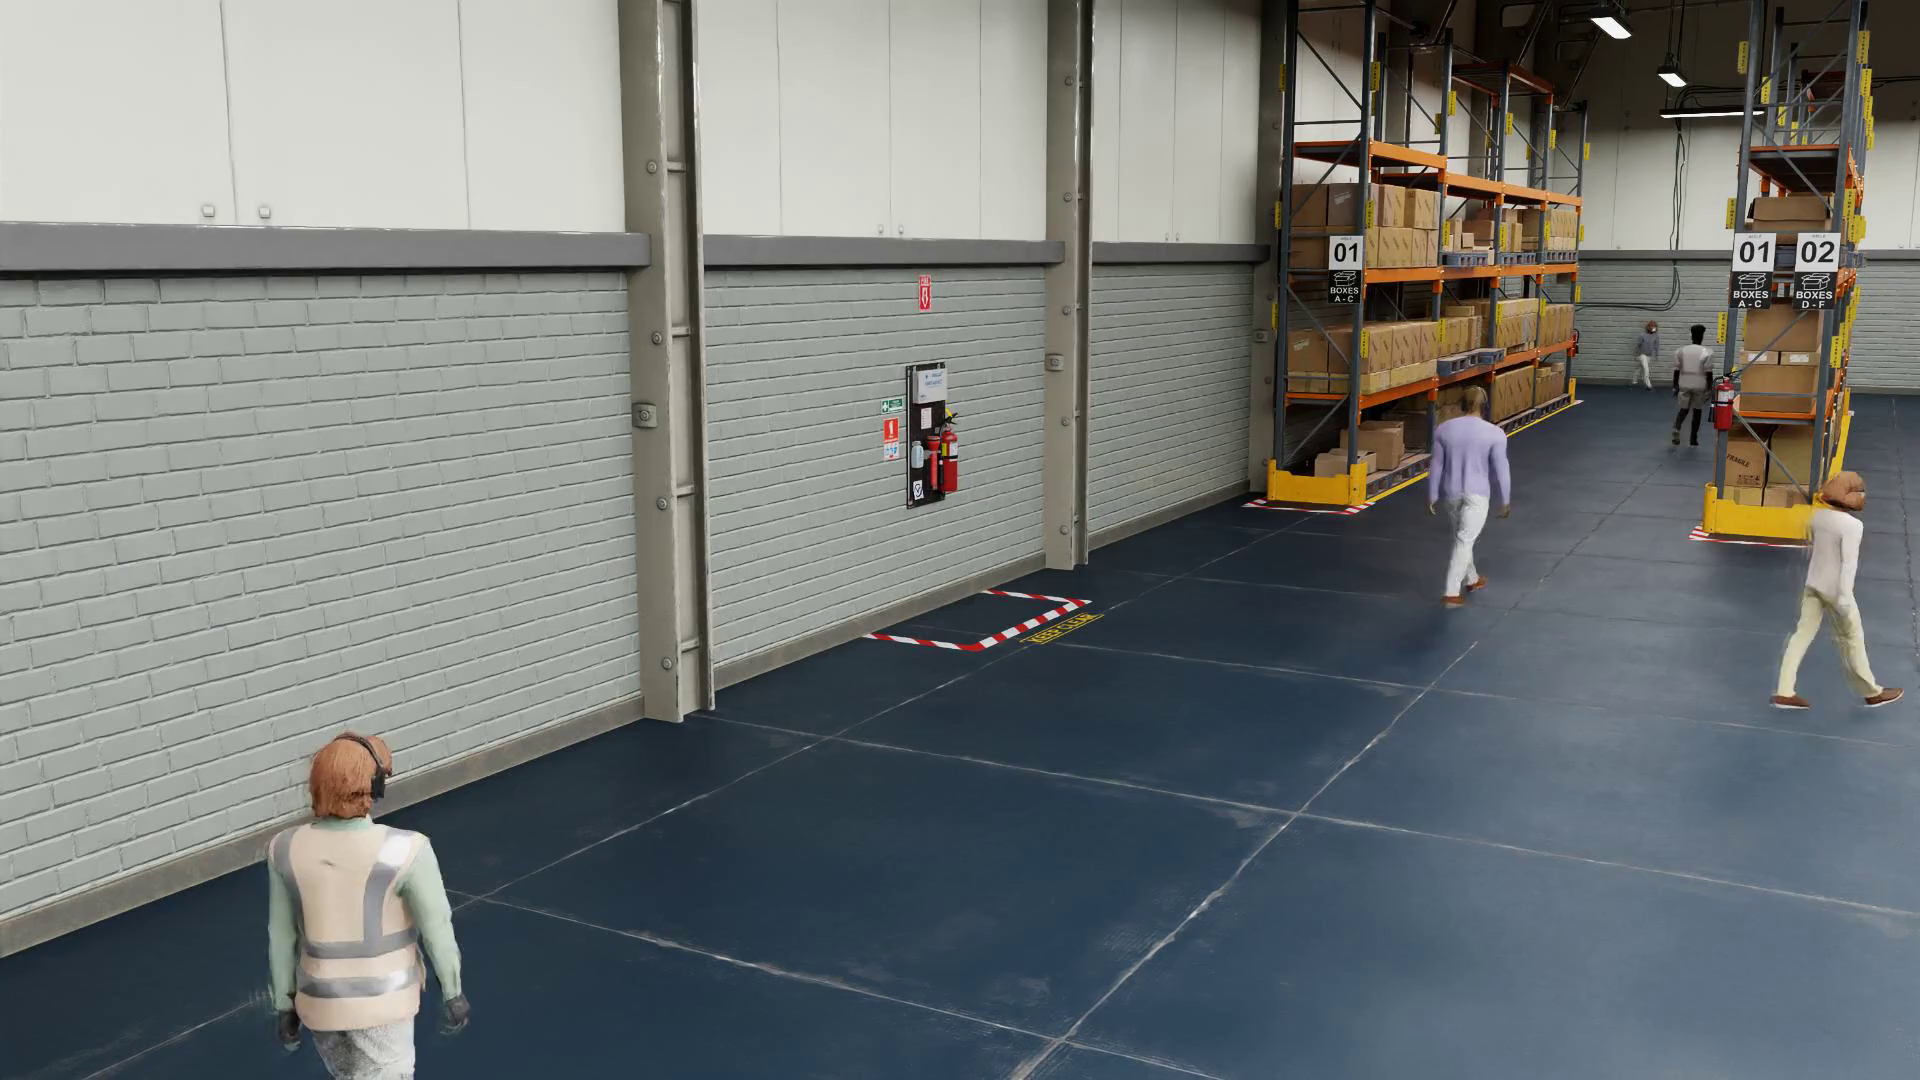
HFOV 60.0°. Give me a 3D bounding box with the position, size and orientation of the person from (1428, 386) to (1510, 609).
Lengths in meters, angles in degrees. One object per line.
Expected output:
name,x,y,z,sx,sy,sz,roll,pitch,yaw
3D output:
person,4.401,-0.380,14.335,0.657,1.880,1.051,8,13,40

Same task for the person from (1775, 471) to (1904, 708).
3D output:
person,5.807,0.338,10.947,0.839,1.582,0.524,-1,10,-6

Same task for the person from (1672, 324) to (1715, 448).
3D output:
person,11.430,-2.396,25.955,0.603,1.950,0.534,9,13,42

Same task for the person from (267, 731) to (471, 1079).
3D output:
person,-1.726,1.363,4.897,0.535,1.623,0.537,2,10,13

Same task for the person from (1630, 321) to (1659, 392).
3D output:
person,15.284,-4.119,37.145,0.508,1.575,0.881,-3,10,-15
